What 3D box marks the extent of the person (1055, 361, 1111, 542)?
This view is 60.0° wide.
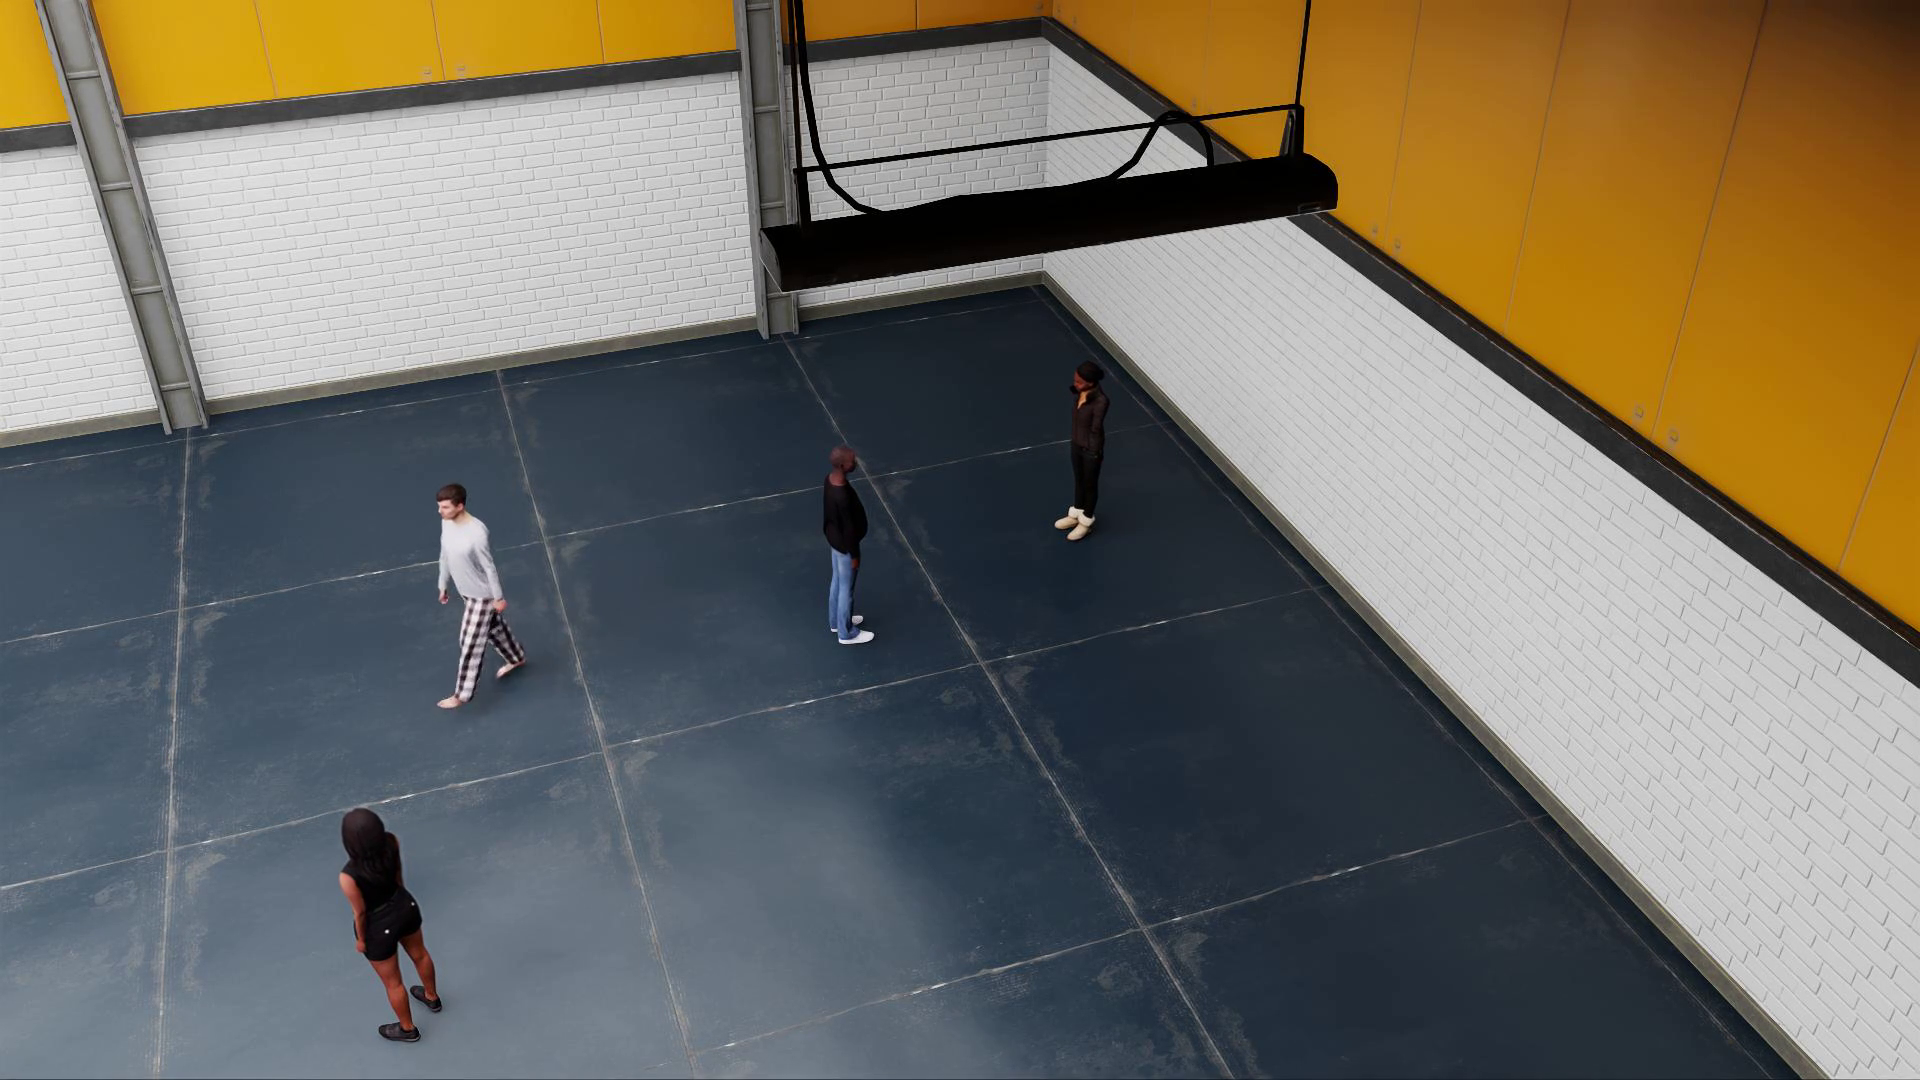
[{"bbox_3d":[1.115,-0.812,14.394,0.678,1.661,0.621,-17,37,-24],"label":"person"}]

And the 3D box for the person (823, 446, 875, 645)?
[{"bbox_3d":[-0.917,0.029,13.049,0.525,1.750,0.590,-13,36,-18],"label":"person"}]

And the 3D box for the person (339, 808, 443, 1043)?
[{"bbox_3d":[-3.351,2.238,9.734,0.732,1.740,0.681,13,36,18],"label":"person"}]

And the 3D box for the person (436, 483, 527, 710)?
[{"bbox_3d":[-3.572,0.337,12.530,0.991,1.811,1.212,25,41,33],"label":"person"}]
